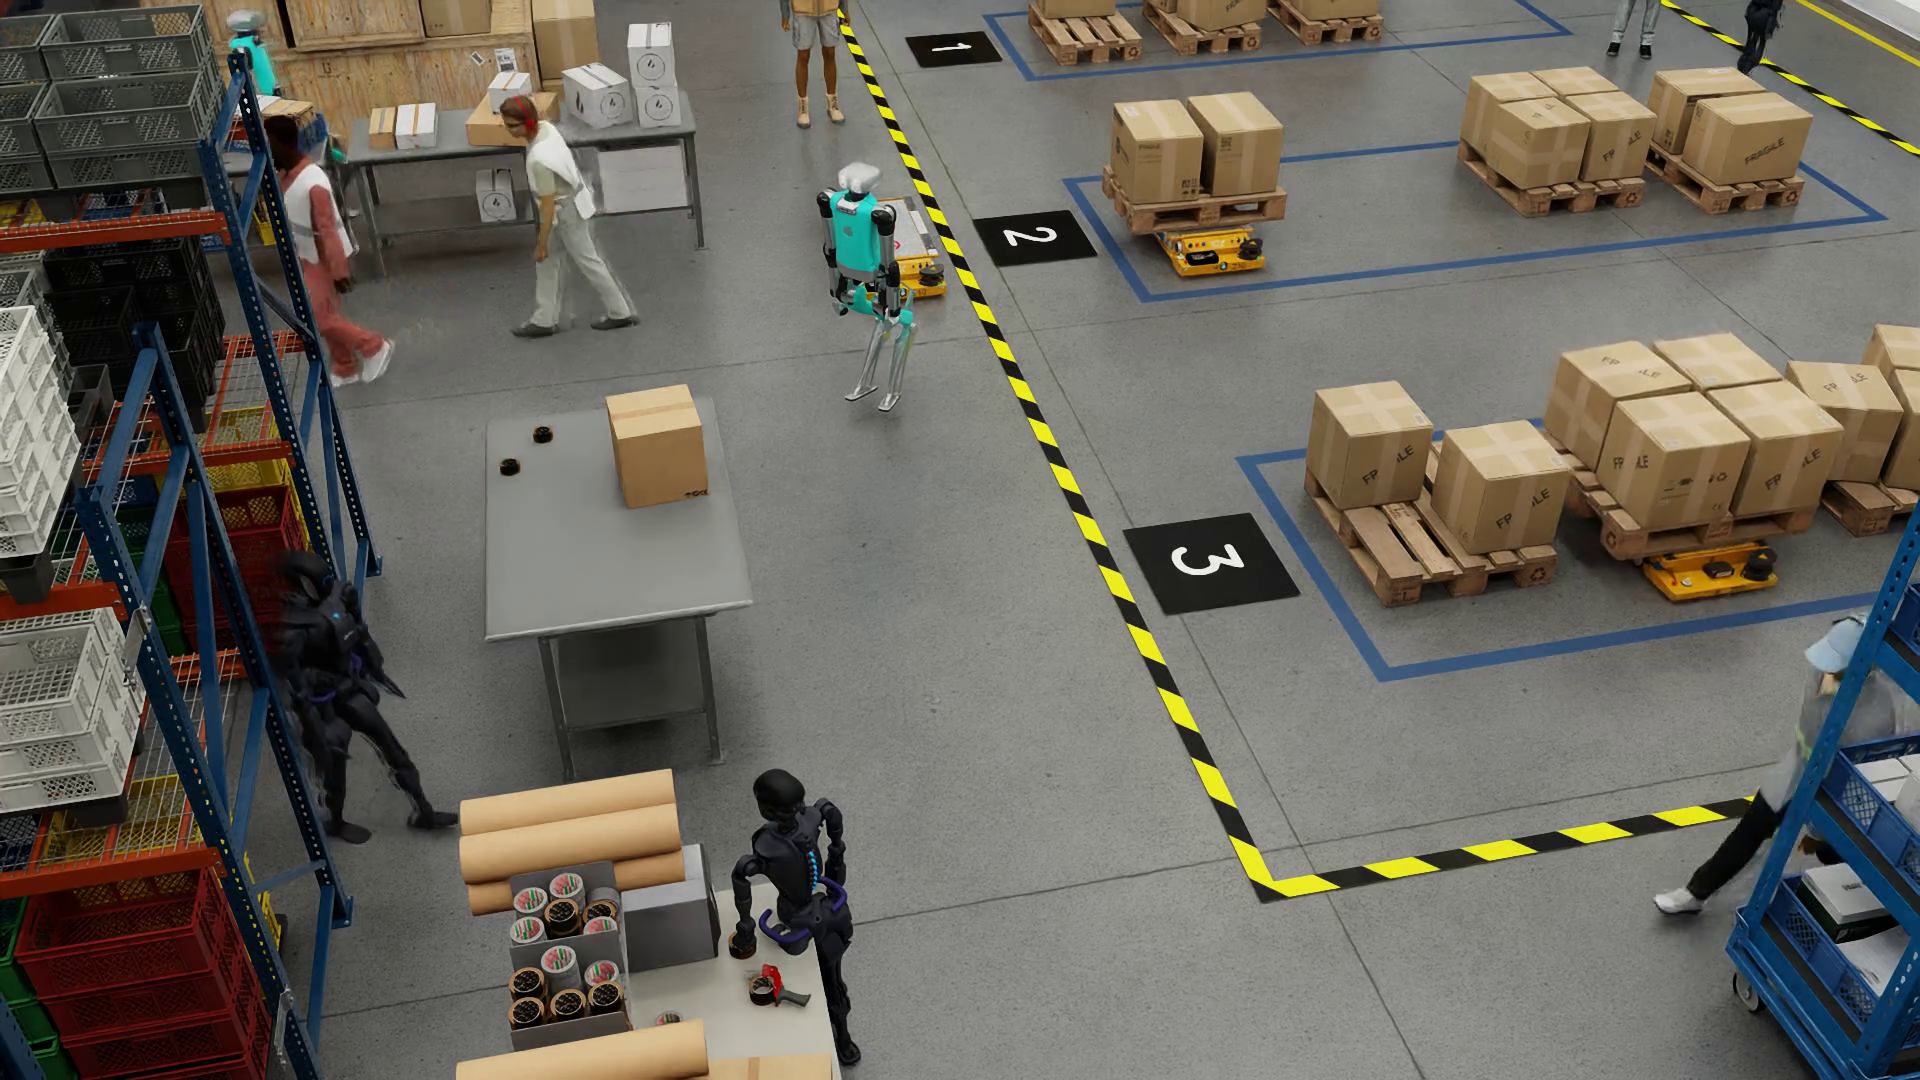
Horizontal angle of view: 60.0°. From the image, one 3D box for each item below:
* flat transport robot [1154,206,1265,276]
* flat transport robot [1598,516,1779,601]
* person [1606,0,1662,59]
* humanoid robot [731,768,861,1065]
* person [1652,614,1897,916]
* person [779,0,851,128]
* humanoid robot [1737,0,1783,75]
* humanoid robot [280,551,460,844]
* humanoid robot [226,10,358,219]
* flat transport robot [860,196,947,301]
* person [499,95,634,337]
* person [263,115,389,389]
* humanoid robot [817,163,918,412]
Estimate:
[{"bbox_3d":[1.798,-2.476,12.858,0.652,0.197,1.431,-8,37,-10],"label":"flat transport robot"},{"bbox_3d":[4.105,-0.182,9.775,0.652,0.197,1.431,-8,37,-10],"label":"flat transport robot"},{"bbox_3d":[6.476,-5.433,15.540,0.599,1.836,0.404,9,38,12],"label":"person"},{"bbox_3d":[-0.626,1.502,6.345,0.315,1.654,0.599,29,45,33],"label":"humanoid robot"},{"bbox_3d":[3.560,0.999,6.925,0.980,1.794,0.615,-1,37,-2],"label":"person"},{"bbox_3d":[-1.231,-4.534,14.160,0.613,2.044,0.366,-10,38,-13],"label":"person"},{"bbox_3d":[7.106,-4.728,14.735,0.411,1.646,0.587,8,37,11],"label":"humanoid robot"},{"bbox_3d":[-2.689,0.740,7.394,0.717,1.632,0.602,10,38,13],"label":"humanoid robot"},{"bbox_3d":[-4.982,-3.116,12.515,1.035,1.731,0.558,-7,37,-9],"label":"humanoid robot"},{"bbox_3d":[-0.570,-2.220,12.538,0.659,0.231,1.431,-8,37,-10],"label":"flat transport robot"},{"bbox_3d":[-2.723,-2.145,11.170,0.941,1.771,0.570,-12,38,-15],"label":"person"},{"bbox_3d":[-4.118,-1.804,10.608,0.454,1.902,0.598,-26,44,-30],"label":"person"},{"bbox_3d":[-0.487,-1.622,10.393,0.533,1.675,0.735,21,41,26],"label":"humanoid robot"}]
